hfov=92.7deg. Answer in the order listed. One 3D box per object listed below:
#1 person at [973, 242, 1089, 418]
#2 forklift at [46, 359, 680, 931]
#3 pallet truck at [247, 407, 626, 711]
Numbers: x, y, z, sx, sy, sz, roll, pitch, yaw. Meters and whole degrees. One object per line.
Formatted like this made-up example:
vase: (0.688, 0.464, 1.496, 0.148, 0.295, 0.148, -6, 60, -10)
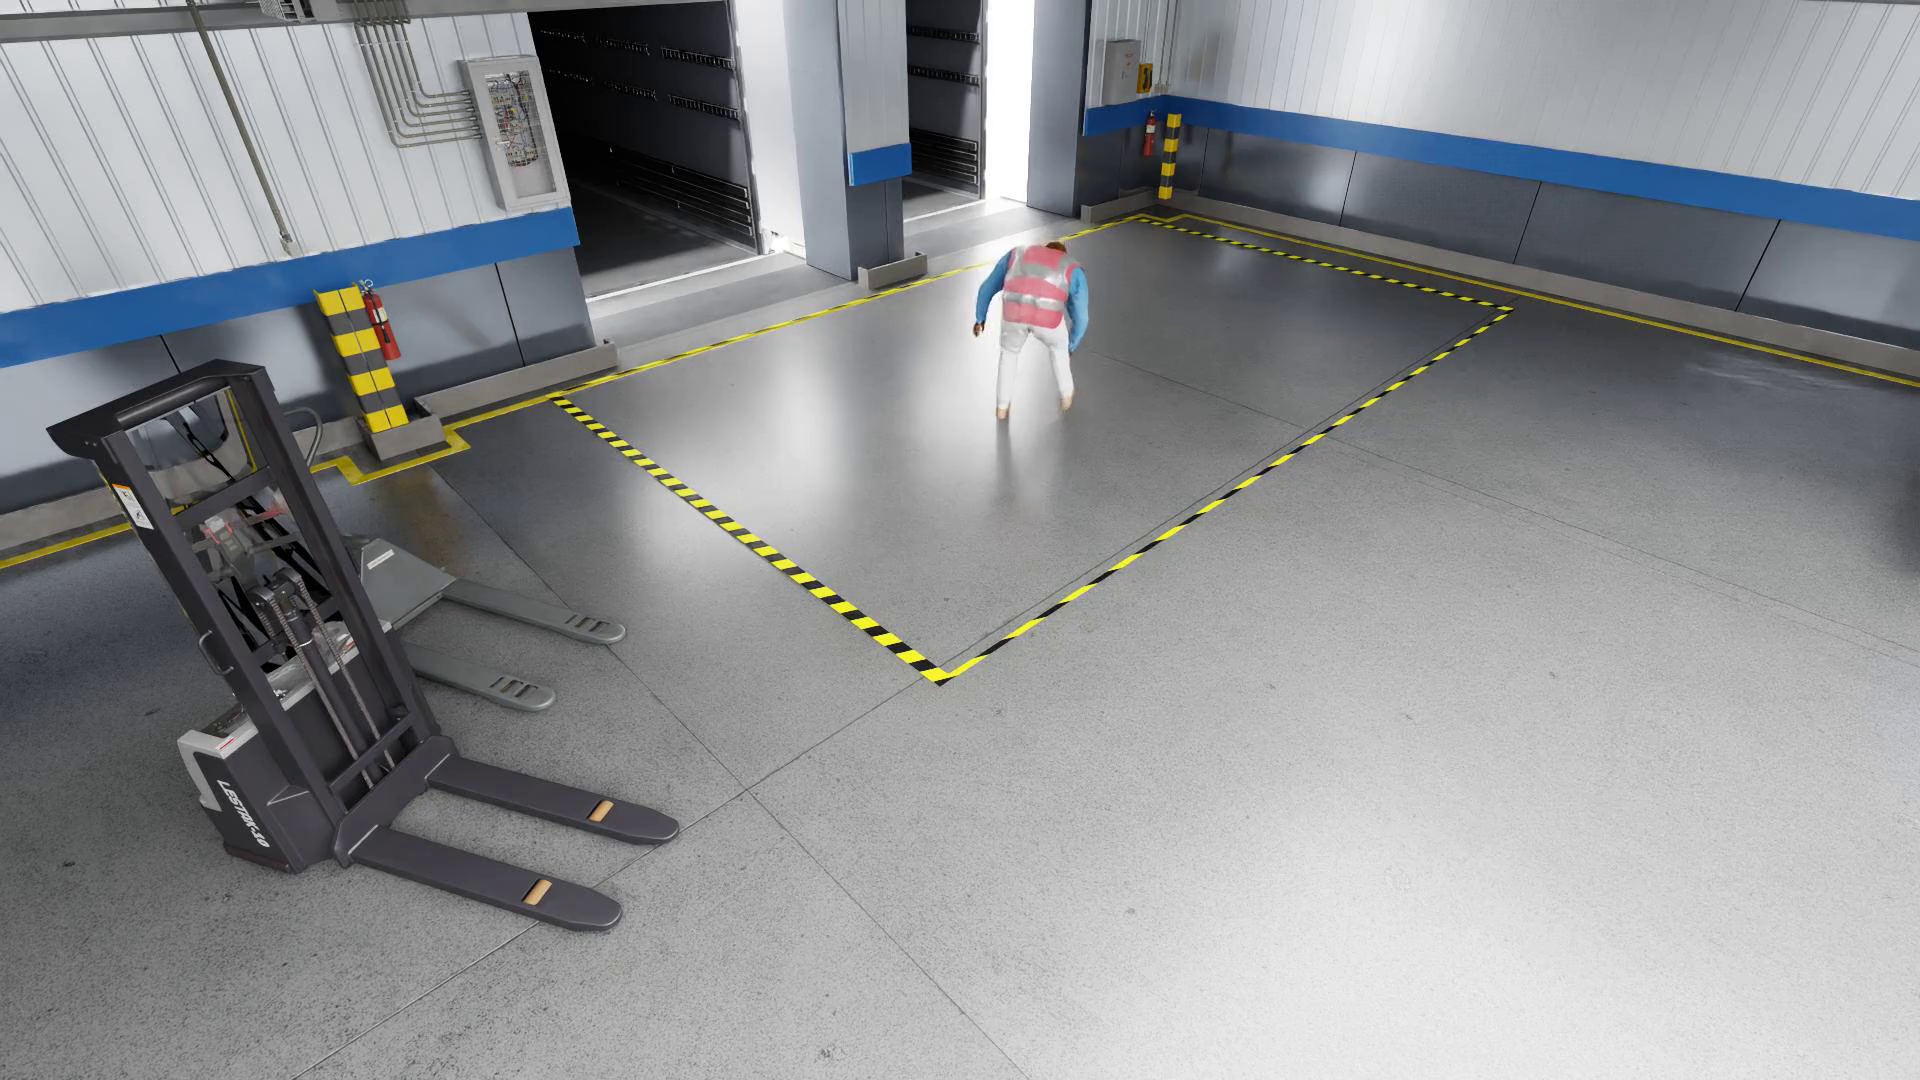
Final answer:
person: (0.530, -1.608, 6.993, 0.885, 1.277, 0.920, 5, 35, 7)
forklift: (-2.135, 0.422, 3.354, 1.885, 1.965, 0.823, 10, 35, 14)
pallet truck: (-2.628, 0.038, 4.590, 1.601, 1.201, 0.680, 12, 36, 18)
